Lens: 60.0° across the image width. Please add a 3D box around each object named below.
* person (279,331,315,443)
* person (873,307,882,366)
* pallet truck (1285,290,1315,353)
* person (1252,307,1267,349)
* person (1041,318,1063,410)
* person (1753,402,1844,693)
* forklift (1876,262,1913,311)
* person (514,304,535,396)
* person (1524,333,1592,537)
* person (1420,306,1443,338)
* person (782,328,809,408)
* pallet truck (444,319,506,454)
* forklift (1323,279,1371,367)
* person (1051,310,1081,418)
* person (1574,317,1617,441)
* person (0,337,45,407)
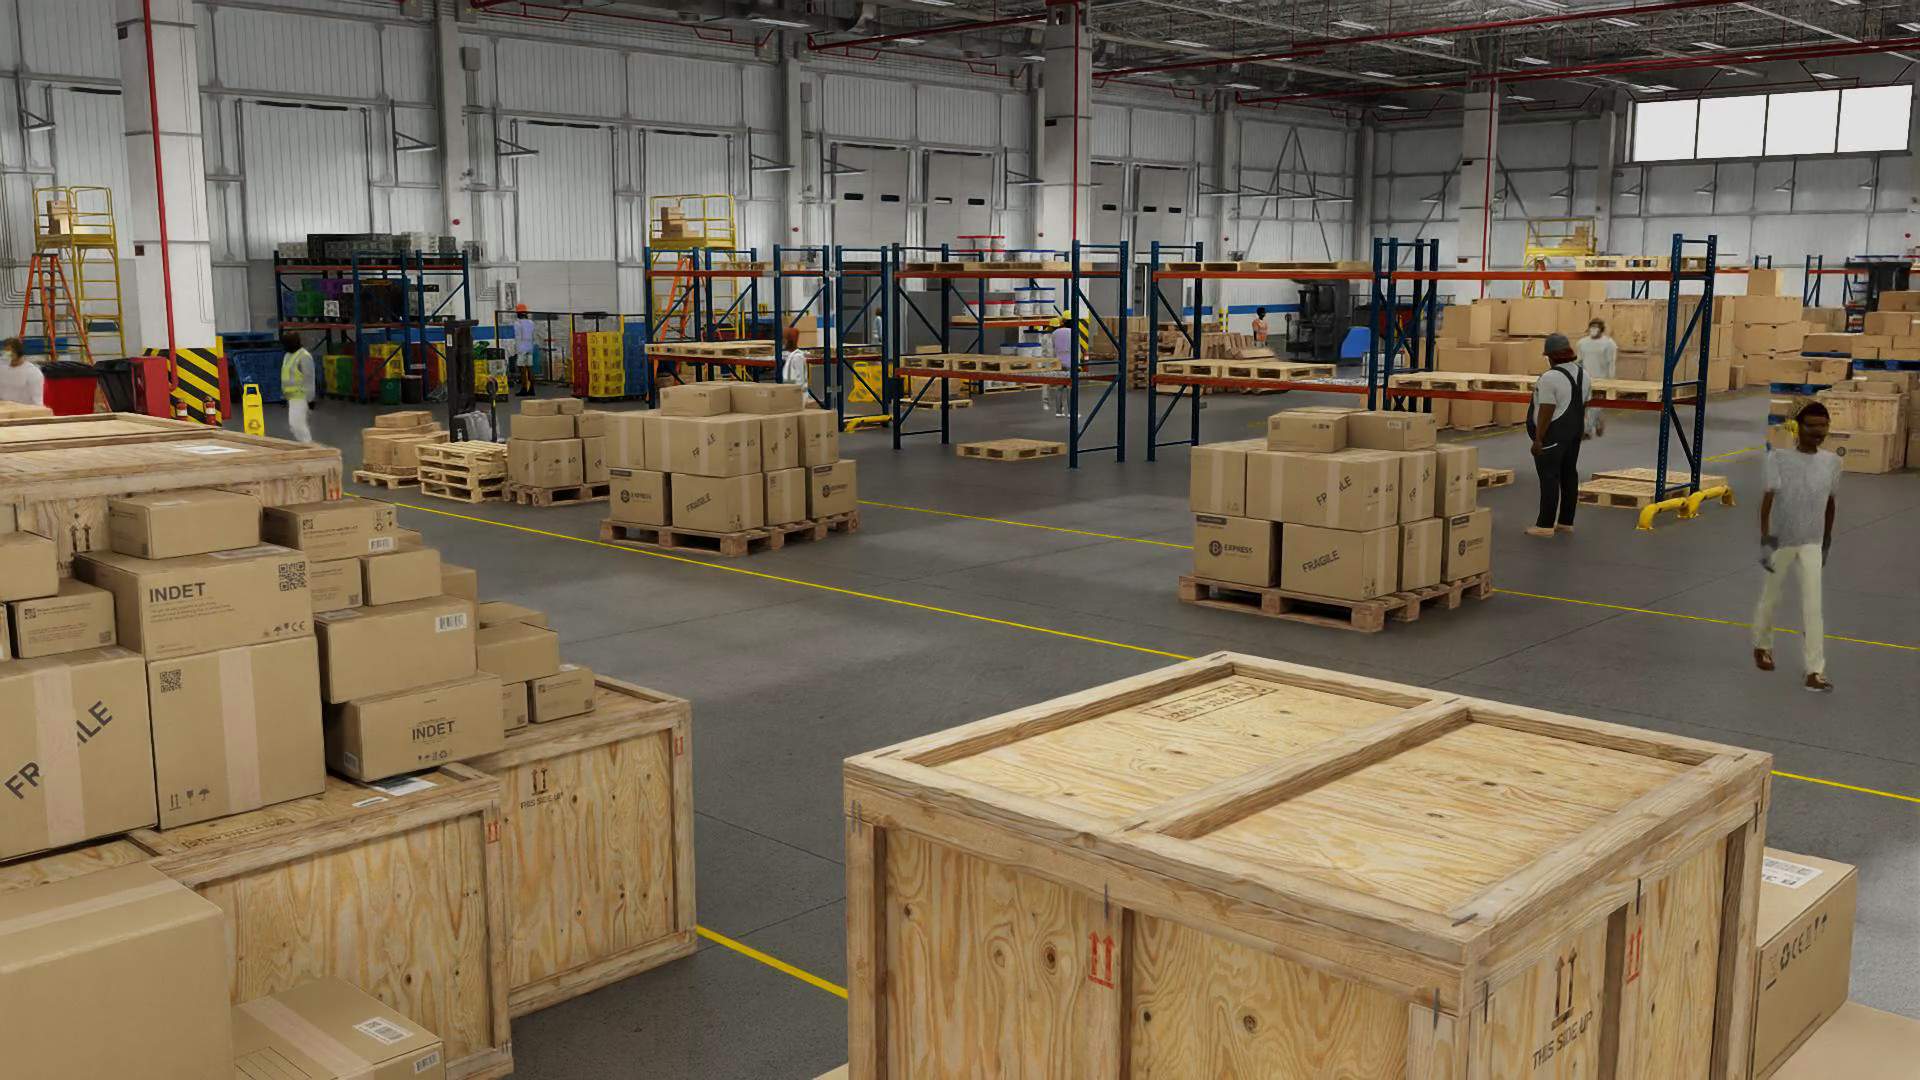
[{"bbox_3d":[-9.017,-1.932,22.631,0.457,1.822,0.622,-8,12,-39],"label":"person"},{"bbox_3d":[-2.157,-5.392,44.434,0.315,1.633,0.522,0,9,-2],"label":"person"},{"bbox_3d":[11.297,-6.951,52.861,1.885,1.965,0.823,-5,11,-29],"label":"pallet truck"},{"bbox_3d":[7.569,-5.024,41.969,0.319,1.696,0.532,9,13,44],"label":"person"},{"bbox_3d":[1.772,-3.318,31.383,0.485,1.739,0.319,-2,9,-12],"label":"person"},{"bbox_3d":[5.371,0.021,10.685,0.518,1.821,0.994,2,9,10],"label":"person"},{"bbox_3d":[23.386,-5.574,41.721,1.129,2.768,1.873,-6,11,-31],"label":"forklift"},{"bbox_3d":[-9.126,-3.963,34.731,0.365,1.934,0.553,5,10,27],"label":"person"},{"bbox_3d":[5.908,-1.056,16.584,0.674,2.000,0.536,-6,11,-33],"label":"person"},{"bbox_3d":[9.730,-3.895,34.372,0.632,1.920,0.792,6,11,34],"label":"person"},{"bbox_3d":[-2.185,-1.865,22.023,0.359,1.885,0.575,-2,9,-12],"label":"person"},{"bbox_3d":[-6.981,-1.942,22.150,1.885,1.965,0.823,1,9,9],"label":"pallet truck"},{"bbox_3d":[10.030,-5.994,44.296,1.873,2.768,1.129,-3,10,-18],"label":"forklift"},{"bbox_3d":[1.906,-3.135,29.670,0.589,1.930,0.360,6,11,34],"label":"person"},{"bbox_3d":[9.905,-2.517,25.919,0.836,1.918,0.636,-8,12,-41],"label":"person"},{"bbox_3d":[-10.279,-1.229,18.031,0.655,1.910,0.861,3,10,20],"label":"person"}]
